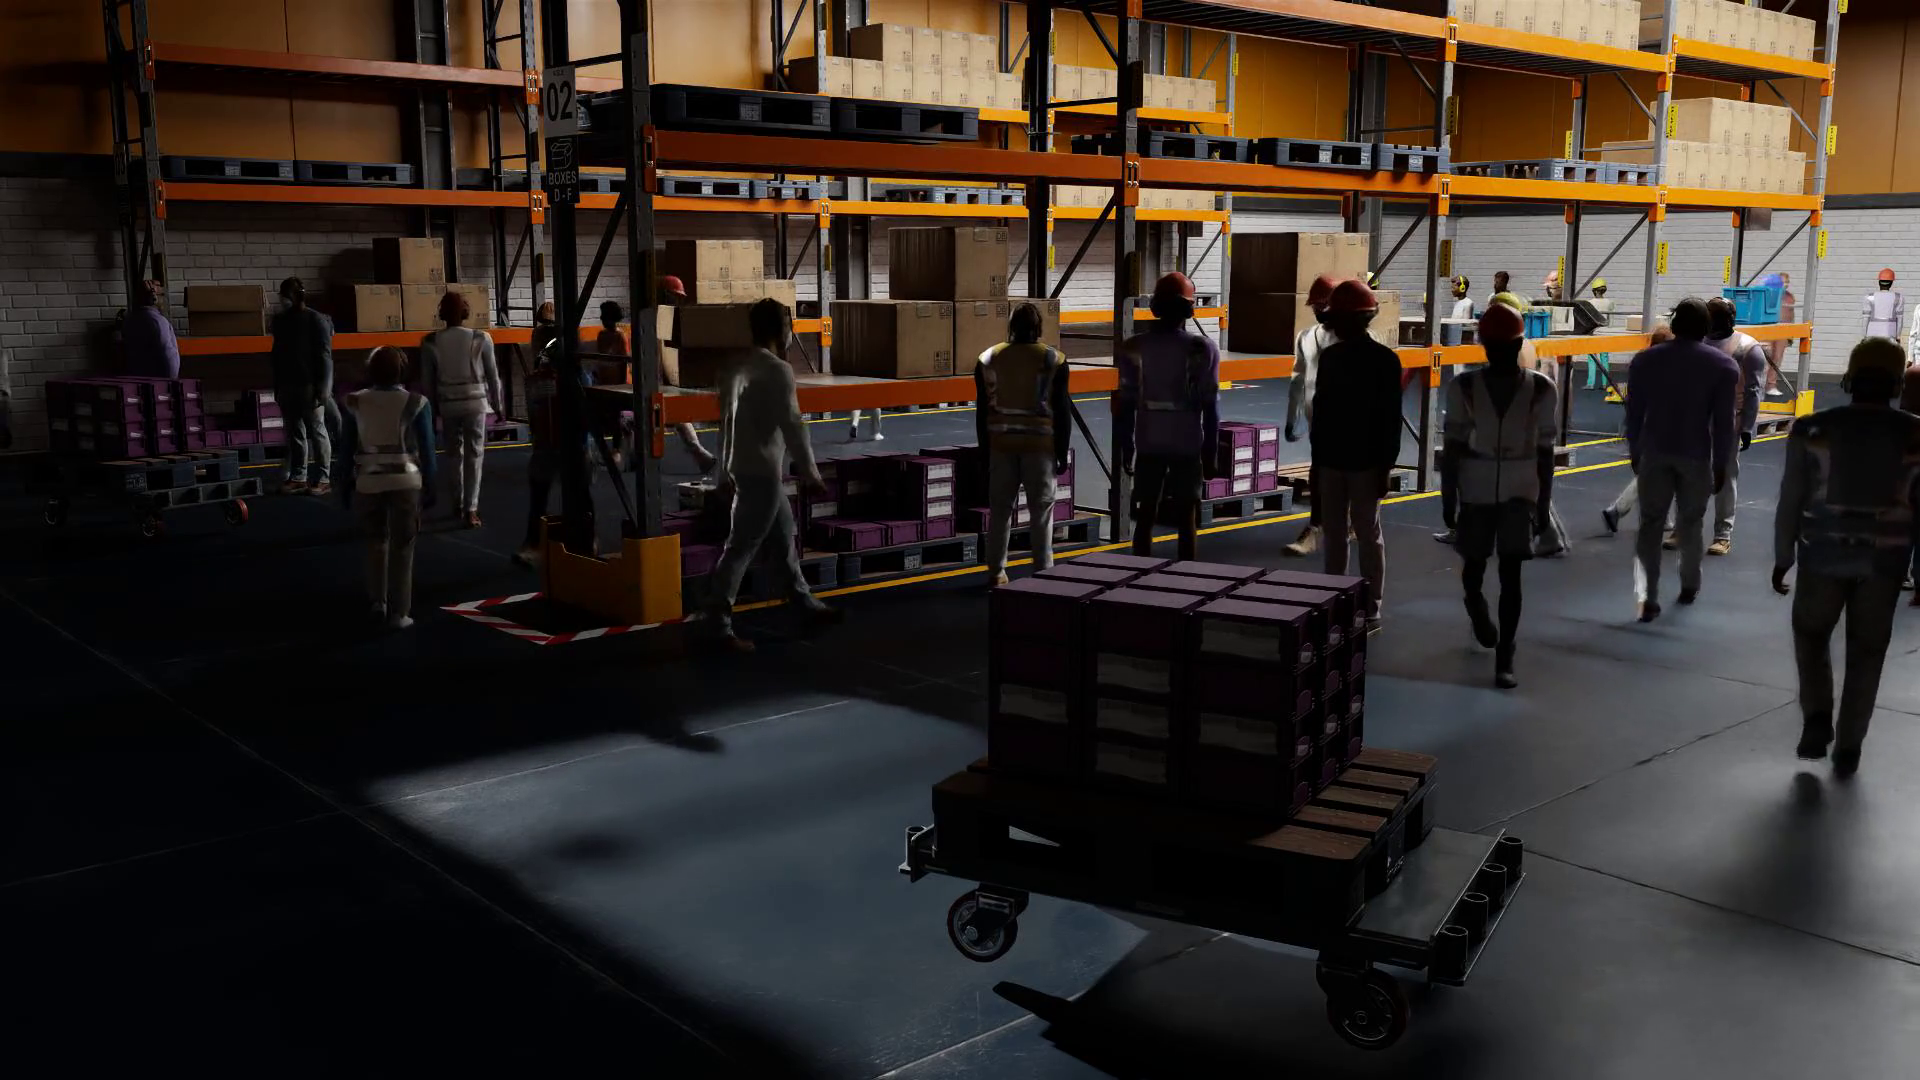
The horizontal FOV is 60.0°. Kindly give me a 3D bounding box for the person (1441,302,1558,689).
[{"bbox_3d":[2.733,-0.256,8.479,0.552,1.910,0.821,3,10,18],"label":"person"}]

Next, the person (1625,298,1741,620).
[{"bbox_3d":[4.281,-0.494,9.924,0.629,1.880,1.032,6,11,29],"label":"person"}]

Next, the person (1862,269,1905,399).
[{"bbox_3d":[13.641,-3.038,24.631,0.545,1.938,0.360,5,11,25],"label":"person"}]

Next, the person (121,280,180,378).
[{"bbox_3d":[-7.410,-1.440,15.364,0.643,1.909,0.409,6,11,32],"label":"person"}]

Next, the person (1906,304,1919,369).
[{"bbox_3d":[11.307,-2.106,19.321,0.354,1.886,0.573,-8,12,-38],"label":"person"}]

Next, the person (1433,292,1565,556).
[{"bbox_3d":[3.921,-0.828,11.910,1.005,1.872,0.604,7,12,36],"label":"person"}]

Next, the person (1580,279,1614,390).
[{"bbox_3d":[10.105,-3.255,26.396,0.526,1.769,0.328,-2,10,-13],"label":"person"}]

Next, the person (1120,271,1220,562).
[{"bbox_3d":[1.246,-0.567,9.877,0.614,2.036,0.388,4,11,23],"label":"person"}]

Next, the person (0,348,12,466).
[{"bbox_3d":[-7.340,-0.867,12.304,0.597,1.807,0.693,-8,12,-38],"label":"person"}]

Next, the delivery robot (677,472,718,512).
[{"bbox_3d":[-1.783,-0.345,12.629,0.707,0.478,0.477,-8,13,-39],"label":"delivery robot"}]

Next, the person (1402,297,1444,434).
[{"bbox_3d":[5.524,-2.172,20.217,0.551,1.718,0.894,-4,11,-24],"label":"person"}]

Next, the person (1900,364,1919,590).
[{"bbox_3d":[6.228,-0.555,10.596,0.526,1.768,0.314,-1,10,-4],"label":"person"}]

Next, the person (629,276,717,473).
[{"bbox_3d":[-2.814,-1.608,16.294,1.025,1.927,0.600,-1,10,-5],"label":"person"}]

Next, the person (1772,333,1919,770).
[{"bbox_3d":[3.670,0.065,6.814,0.611,1.813,0.440,5,11,25],"label":"person"}]

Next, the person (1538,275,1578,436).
[{"bbox_3d":[7.058,-2.176,19.694,0.406,1.902,0.636,-3,10,-17],"label":"person"}]

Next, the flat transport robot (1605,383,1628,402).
[{"bbox_3d":[9.896,-2.159,24.355,0.652,0.197,1.431,5,11,28],"label":"flat transport robot"}]

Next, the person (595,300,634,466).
[{"bbox_3d":[-3.469,-1.595,16.899,0.451,1.681,0.557,-8,12,-38],"label":"person"}]

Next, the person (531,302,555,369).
[{"bbox_3d":[-4.502,-1.788,18.226,0.496,1.629,0.277,9,13,41],"label":"person"}]

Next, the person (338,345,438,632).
[{"bbox_3d":[-3.241,-0.295,9.487,0.532,1.623,0.453,0,10,-2],"label":"person"}]

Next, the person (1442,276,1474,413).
[{"bbox_3d":[6.681,-2.587,22.227,0.316,1.860,0.516,0,10,0],"label":"person"}]

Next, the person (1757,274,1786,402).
[{"bbox_3d":[10.278,-2.491,21.551,0.706,1.898,0.664,6,11,31],"label":"person"}]

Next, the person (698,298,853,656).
[{"bbox_3d":[-1.002,-0.343,8.972,1.033,1.888,0.631,-5,11,-26],"label":"person"}]

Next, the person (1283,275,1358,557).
[{"bbox_3d":[2.694,-0.912,12.040,1.040,1.996,0.626,-8,13,-41],"label":"person"}]

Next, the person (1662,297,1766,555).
[{"bbox_3d":[5.372,-0.814,11.905,0.429,1.838,0.622,-9,13,-41],"label":"person"}]

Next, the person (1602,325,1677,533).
[{"bbox_3d":[5.240,-0.830,12.681,0.750,1.608,0.548,-3,10,-18],"label":"person"}]

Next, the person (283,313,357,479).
[{"bbox_3d":[-6.110,-1.372,15.921,0.510,1.577,0.889,9,13,42],"label":"person"}]

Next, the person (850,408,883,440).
[{"bbox_3d":[-1.043,-1.934,19.079,0.520,1.626,0.496,3,10,15],"label":"person"}]

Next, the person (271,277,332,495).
[{"bbox_3d":[-5.878,-1.366,14.834,0.630,1.940,0.372,4,10,22],"label":"person"}]

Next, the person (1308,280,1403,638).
[{"bbox_3d":[2.173,-0.447,9.291,0.396,1.992,0.622,-6,11,-31],"label":"person"}]

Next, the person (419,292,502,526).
[{"bbox_3d":[-3.964,-1.046,13.234,0.578,1.851,0.850,-1,10,-5],"label":"person"}]

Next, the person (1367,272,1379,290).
[{"bbox_3d":[5.282,-2.506,21.568,0.381,1.918,0.585,-9,13,-42],"label":"person"}]

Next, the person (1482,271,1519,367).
[{"bbox_3d":[7.778,-2.919,24.015,0.646,1.903,0.649,-4,10,-21],"label":"person"}]

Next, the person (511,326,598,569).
[{"bbox_3d":[-2.761,-0.636,11.393,0.540,1.642,0.882,2,10,12],"label":"person"}]

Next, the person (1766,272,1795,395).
[{"bbox_3d":[12.422,-3.154,25.486,0.649,1.885,0.543,-2,10,-13],"label":"person"}]

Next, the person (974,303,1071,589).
[{"bbox_3d":[0.405,-0.581,10.572,0.623,1.835,0.430,3,10,17],"label":"person"}]

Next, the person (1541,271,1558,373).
[{"bbox_3d":[7.355,-2.354,20.625,0.360,1.938,0.545,-2,10,-10],"label":"person"}]
